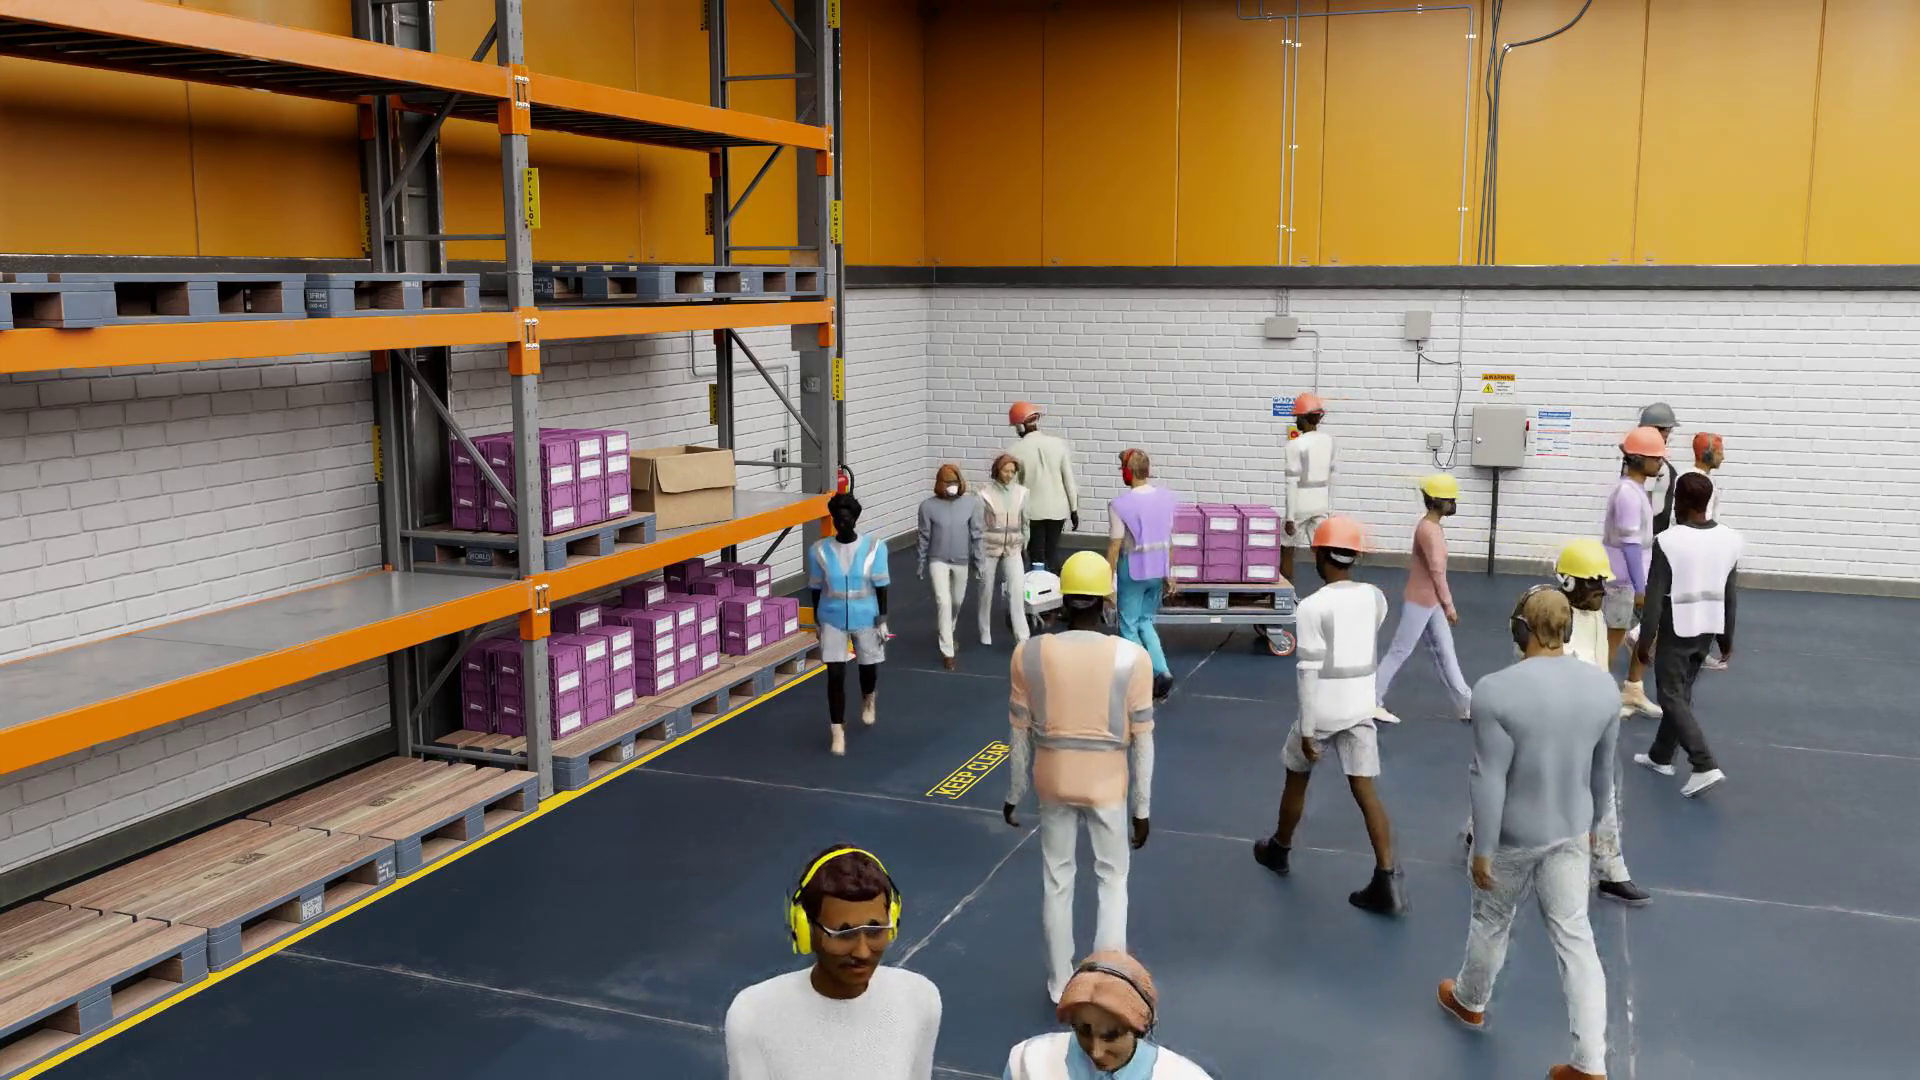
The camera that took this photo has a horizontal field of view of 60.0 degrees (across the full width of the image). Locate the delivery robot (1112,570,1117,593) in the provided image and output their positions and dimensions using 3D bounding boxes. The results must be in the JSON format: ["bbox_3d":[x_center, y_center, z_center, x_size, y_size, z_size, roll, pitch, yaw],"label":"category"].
[{"bbox_3d":[1.380,0.369,14.758,0.707,0.478,0.477,-4,10,-22],"label":"delivery robot"}]

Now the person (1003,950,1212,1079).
[{"bbox_3d":[0.321,1.659,3.804,0.557,1.586,0.946,2,9,13],"label":"person"}]

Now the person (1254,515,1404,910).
[{"bbox_3d":[1.843,0.824,8.108,0.535,1.882,1.015,-4,10,-22],"label":"person"}]

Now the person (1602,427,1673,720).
[{"bbox_3d":[4.594,0.247,11.224,0.683,2.016,0.629,4,10,25],"label":"person"}]

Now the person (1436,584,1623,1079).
[{"bbox_3d":[2.200,1.100,6.318,0.652,1.888,1.040,-2,9,-12],"label":"person"}]

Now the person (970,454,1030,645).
[{"bbox_3d":[0.345,0.115,13.390,0.550,1.585,0.871,-3,9,-18],"label":"person"}]

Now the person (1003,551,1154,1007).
[{"bbox_3d":[0.479,1.000,6.832,0.625,1.935,0.379,2,9,10],"label":"person"}]

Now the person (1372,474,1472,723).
[{"bbox_3d":[3.181,0.412,11.172,0.966,1.710,0.548,3,9,17],"label":"person"}]

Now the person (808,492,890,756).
[{"bbox_3d":[-0.709,0.502,10.702,0.530,1.673,0.642,0,9,1],"label":"person"}]

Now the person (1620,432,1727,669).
[{"bbox_3d":[5.506,0.094,12.715,0.757,1.858,0.609,1,9,6],"label":"person"}]

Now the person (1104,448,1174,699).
[{"bbox_3d":[1.253,0.268,11.676,0.580,1.827,0.437,-6,11,-35],"label":"person"}]

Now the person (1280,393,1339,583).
[{"bbox_3d":[3.104,-0.289,14.665,0.621,2.013,0.989,-5,10,-30],"label":"person"}]

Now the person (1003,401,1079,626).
[{"bbox_3d":[0.672,-0.226,14.474,0.653,1.943,0.580,-4,10,-21],"label":"person"}]

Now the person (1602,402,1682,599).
[{"bbox_3d":[5.553,-0.161,13.728,0.829,2.000,0.692,3,9,17],"label":"person"}]

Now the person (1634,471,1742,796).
[{"bbox_3d":[4.306,0.534,9.840,0.607,1.893,0.858,-3,10,-18],"label":"person"}]

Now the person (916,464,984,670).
[{"bbox_3d":[-0.102,0.166,13.106,0.514,1.593,0.799,-2,9,-15],"label":"person"}]

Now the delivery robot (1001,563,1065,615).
[{"bbox_3d":[0.673,0.440,14.313,0.477,0.478,0.707,8,12,40],"label":"delivery robot"}]

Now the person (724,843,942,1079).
[{"bbox_3d":[-0.307,1.533,3.740,0.528,1.840,0.845,-2,9,-14],"label":"person"}]

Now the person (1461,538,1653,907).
[{"bbox_3d":[2.933,0.854,8.186,0.574,1.783,0.953,-6,11,-34],"label":"person"}]
